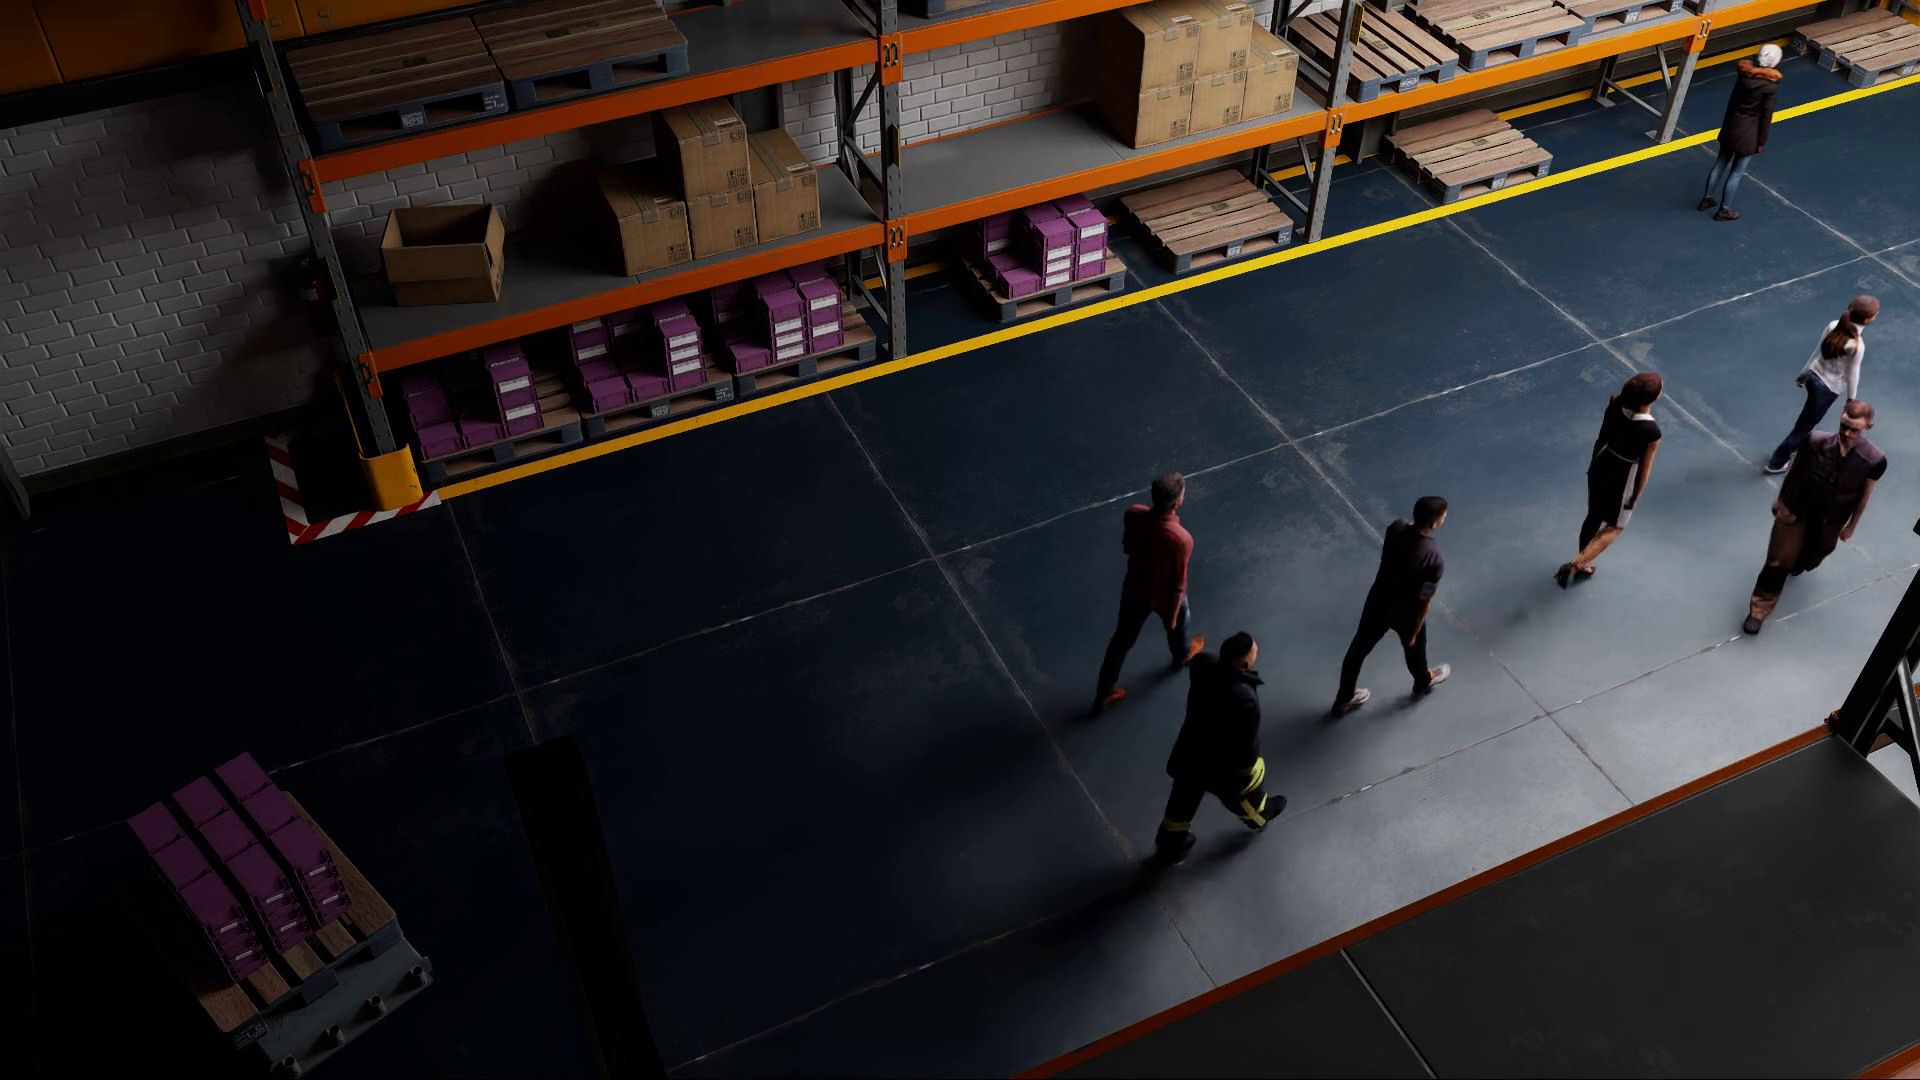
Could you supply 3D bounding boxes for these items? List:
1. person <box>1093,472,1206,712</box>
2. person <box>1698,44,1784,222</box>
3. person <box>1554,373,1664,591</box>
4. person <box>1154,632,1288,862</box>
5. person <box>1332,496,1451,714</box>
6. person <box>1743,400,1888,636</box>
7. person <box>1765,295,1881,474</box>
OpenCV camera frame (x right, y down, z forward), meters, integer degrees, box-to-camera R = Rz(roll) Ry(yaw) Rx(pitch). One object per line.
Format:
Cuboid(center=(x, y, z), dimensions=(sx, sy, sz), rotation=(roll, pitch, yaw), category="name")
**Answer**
Cuboid(center=(1.126, 0.361, 10.271), dimensions=(1.295, 1.784, 0.992), rotation=(-34, 53, -30), category="person")
Cuboid(center=(6.827, -3.561, 14.497), dimensions=(0.589, 1.633, 0.618), rotation=(-19, 47, -18), category="person")
Cuboid(center=(4.262, -0.334, 10.998), dimensions=(0.841, 1.788, 0.671), rotation=(-27, 50, -25), category="person")
Cuboid(center=(1.387, 1.201, 9.361), dimensions=(1.155, 1.823, 0.891), rotation=(-25, 49, -24), category="person")
Cuboid(center=(2.595, 0.449, 10.219), dimensions=(1.056, 1.728, 0.719), rotation=(-24, 49, -23), category="person")
Cuboid(center=(5.614, -0.230, 10.873), dimensions=(1.063, 1.810, 1.219), rotation=(22, 48, 21), category="person")
Cuboid(center=(6.141, -1.097, 11.979), dimensions=(0.726, 1.539, 0.615), rotation=(-11, 45, -11), category="person")
